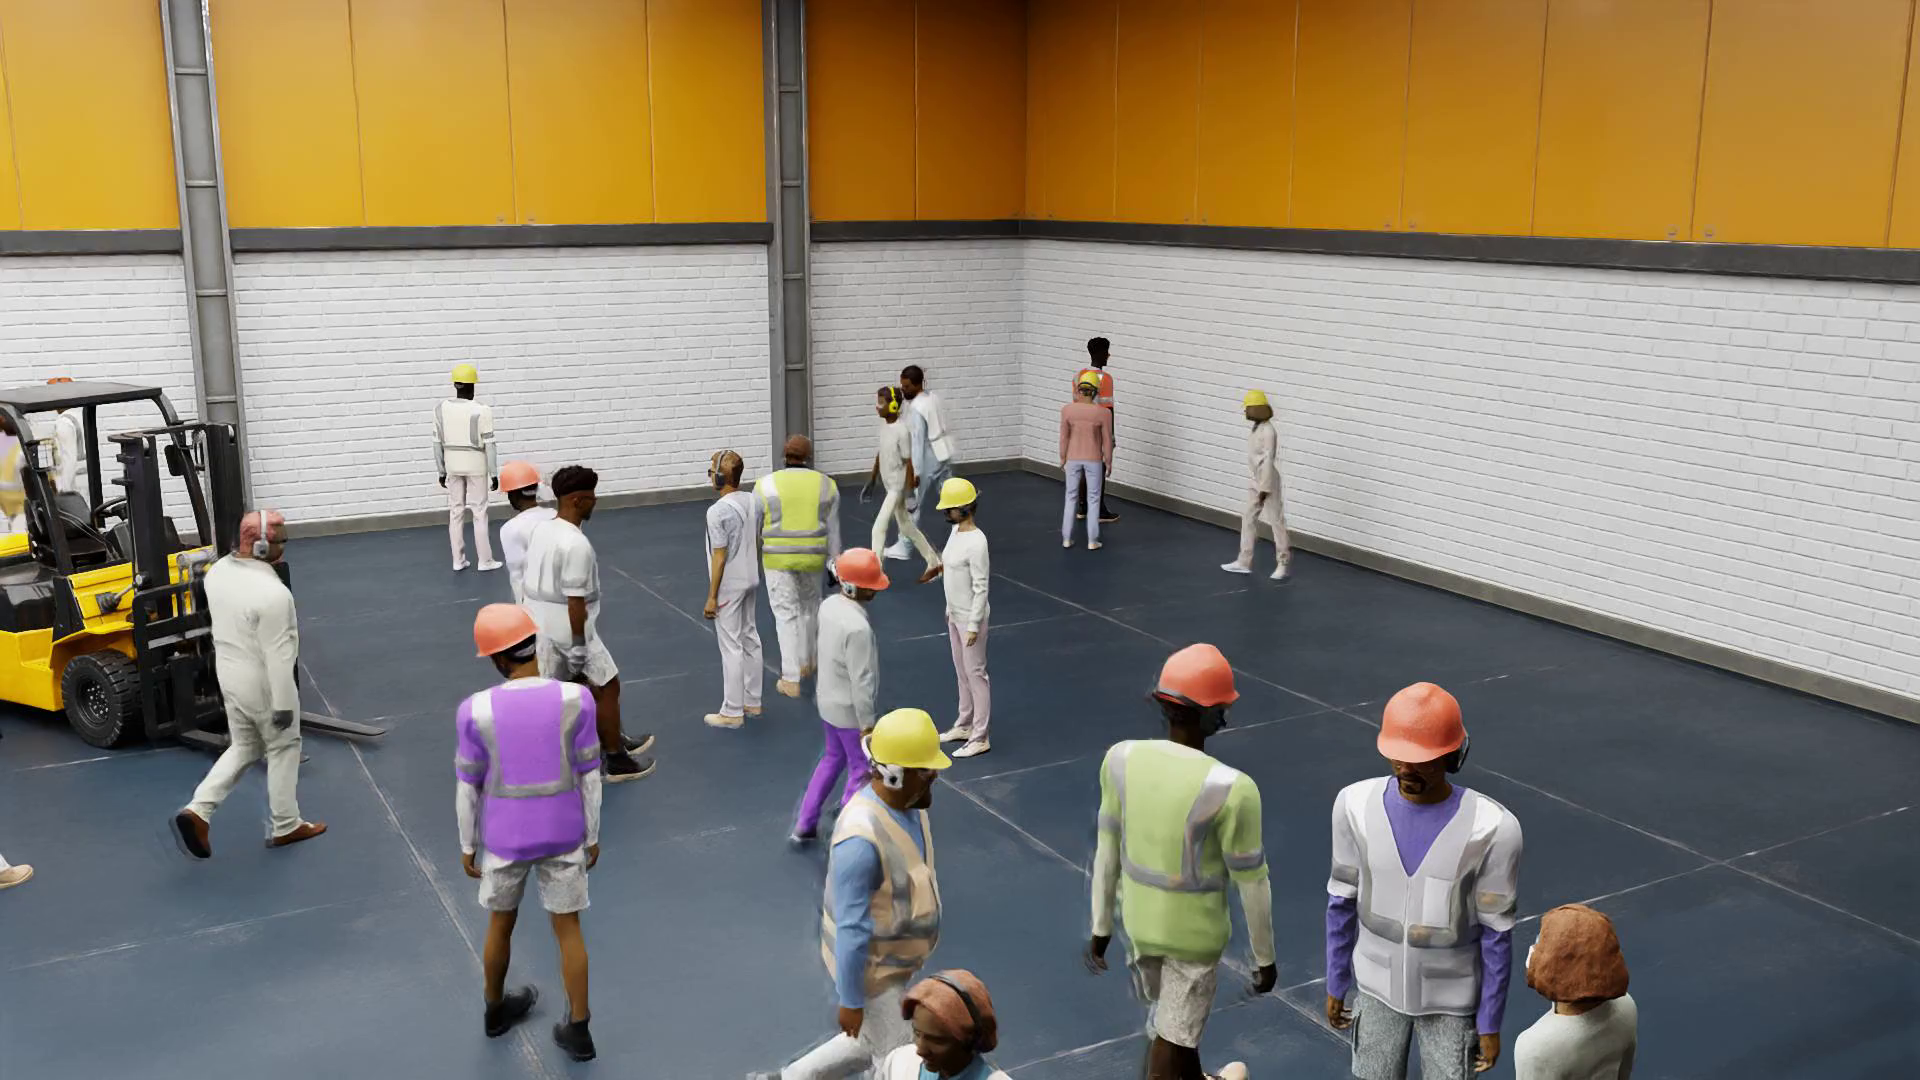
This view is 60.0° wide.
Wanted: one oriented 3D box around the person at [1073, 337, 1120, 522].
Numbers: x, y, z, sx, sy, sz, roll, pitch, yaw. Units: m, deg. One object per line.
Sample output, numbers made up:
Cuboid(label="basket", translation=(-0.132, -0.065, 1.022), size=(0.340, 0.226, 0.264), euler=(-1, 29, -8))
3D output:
Cuboid(label="person", translation=(1.445, -1.178, 17.656), size=(0.368, 1.966, 0.603), euler=(-8, 15, -34))

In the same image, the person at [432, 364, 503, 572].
Cuboid(label="person", translation=(-4.530, -0.660, 15.320), size=(0.594, 1.925, 0.376), euler=(2, 12, 10))

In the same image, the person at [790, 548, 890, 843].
Cuboid(label="person", translation=(-0.636, 0.861, 8.707), size=(0.461, 1.713, 0.682), euler=(-5, 13, -24))

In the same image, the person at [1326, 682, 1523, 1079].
Cuboid(label="person", translation=(1.439, 1.429, 5.295), size=(0.601, 2.036, 0.402), euler=(7, 14, 31))

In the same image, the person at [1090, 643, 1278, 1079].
Cuboid(label="person", translation=(0.845, 1.327, 5.840), size=(1.011, 1.994, 0.634), euler=(-12, 17, -44))

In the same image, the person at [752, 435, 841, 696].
Cuboid(label="person", translation=(-1.182, 0.153, 11.804), size=(0.618, 1.803, 0.831), euler=(-4, 13, -18))

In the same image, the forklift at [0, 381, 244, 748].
Cuboid(label="forklift", translation=(-5.853, 0.085, 11.199), size=(2.313, 2.155, 1.214), euler=(7, 14, 28))

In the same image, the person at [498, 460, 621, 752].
Cuboid(label="person", translation=(-2.553, 0.422, 10.490), size=(1.148, 1.848, 0.569), euler=(10, 15, 39))

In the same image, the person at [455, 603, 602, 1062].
Cuboid(label="person", translation=(-1.756, 1.172, 6.828), size=(0.574, 1.895, 0.596), euler=(-3, 12, -15))

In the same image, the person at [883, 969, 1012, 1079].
Cuboid(label="person", translation=(-0.005, 1.854, 4.247), size=(0.515, 1.629, 0.312), euler=(11, 16, 42))

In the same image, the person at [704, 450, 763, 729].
Cuboid(label="person", translation=(-1.499, 0.321, 10.920), size=(0.346, 1.846, 0.506), euler=(6, 13, 26))

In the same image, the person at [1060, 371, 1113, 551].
Cuboid(label="person", translation=(1.234, -0.771, 16.253), size=(0.534, 1.756, 0.342), euler=(4, 13, 17))

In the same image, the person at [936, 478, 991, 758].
Cuboid(label="person", translation=(0.015, 0.479, 10.385), size=(0.327, 1.760, 0.523), euler=(-4, 13, -18))

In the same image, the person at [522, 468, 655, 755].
Cuboid(label="person", translation=(-2.343, 0.517, 9.853), size=(1.058, 1.901, 0.640), euler=(-6, 13, -26))

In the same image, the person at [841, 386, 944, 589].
Cuboid(label="person", translation=(-0.553, -0.459, 14.652), size=(0.987, 1.825, 0.537), euler=(-4, 13, -18))

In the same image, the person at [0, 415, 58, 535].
Cuboid(label="person", translation=(-7.615, -0.226, 13.282), size=(0.614, 1.920, 0.912), euler=(6, 13, 26))

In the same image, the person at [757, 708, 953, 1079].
Cuboid(label="person", translation=(-0.374, 1.436, 5.831), size=(0.756, 1.802, 0.599), euler=(3, 12, 15))

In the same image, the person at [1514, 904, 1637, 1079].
Cuboid(label="person", translation=(1.650, 1.775, 4.596), size=(0.507, 1.636, 0.274), euler=(-9, 15, -37))

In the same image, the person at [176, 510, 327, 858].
Cuboid(label="person", translation=(-3.745, 0.772, 8.726), size=(0.661, 1.880, 0.715), euler=(8, 14, 33))

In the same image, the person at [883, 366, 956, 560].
Cuboid(label="person", translation=(-0.324, -0.732, 15.833), size=(0.842, 1.850, 0.651), euler=(4, 13, 16))

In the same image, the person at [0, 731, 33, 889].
Cuboid(label="person", translation=(-5.061, 0.869, 8.360), size=(0.619, 1.845, 0.430), euler=(5, 13, 21))

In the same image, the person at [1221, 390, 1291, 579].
Cuboid(label="person", translation=(2.747, -0.504, 15.114), size=(0.591, 1.710, 0.497), euler=(-2, 12, -12))

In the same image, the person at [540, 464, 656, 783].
Cuboid(label="person", translation=(-2.195, 0.502, 9.846), size=(0.815, 1.931, 0.623), euler=(-9, 15, -36))

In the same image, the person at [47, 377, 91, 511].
Cuboid(label="person", translation=(-7.829, -0.496, 14.662), size=(0.356, 1.883, 0.574), euler=(-4, 13, -19))
